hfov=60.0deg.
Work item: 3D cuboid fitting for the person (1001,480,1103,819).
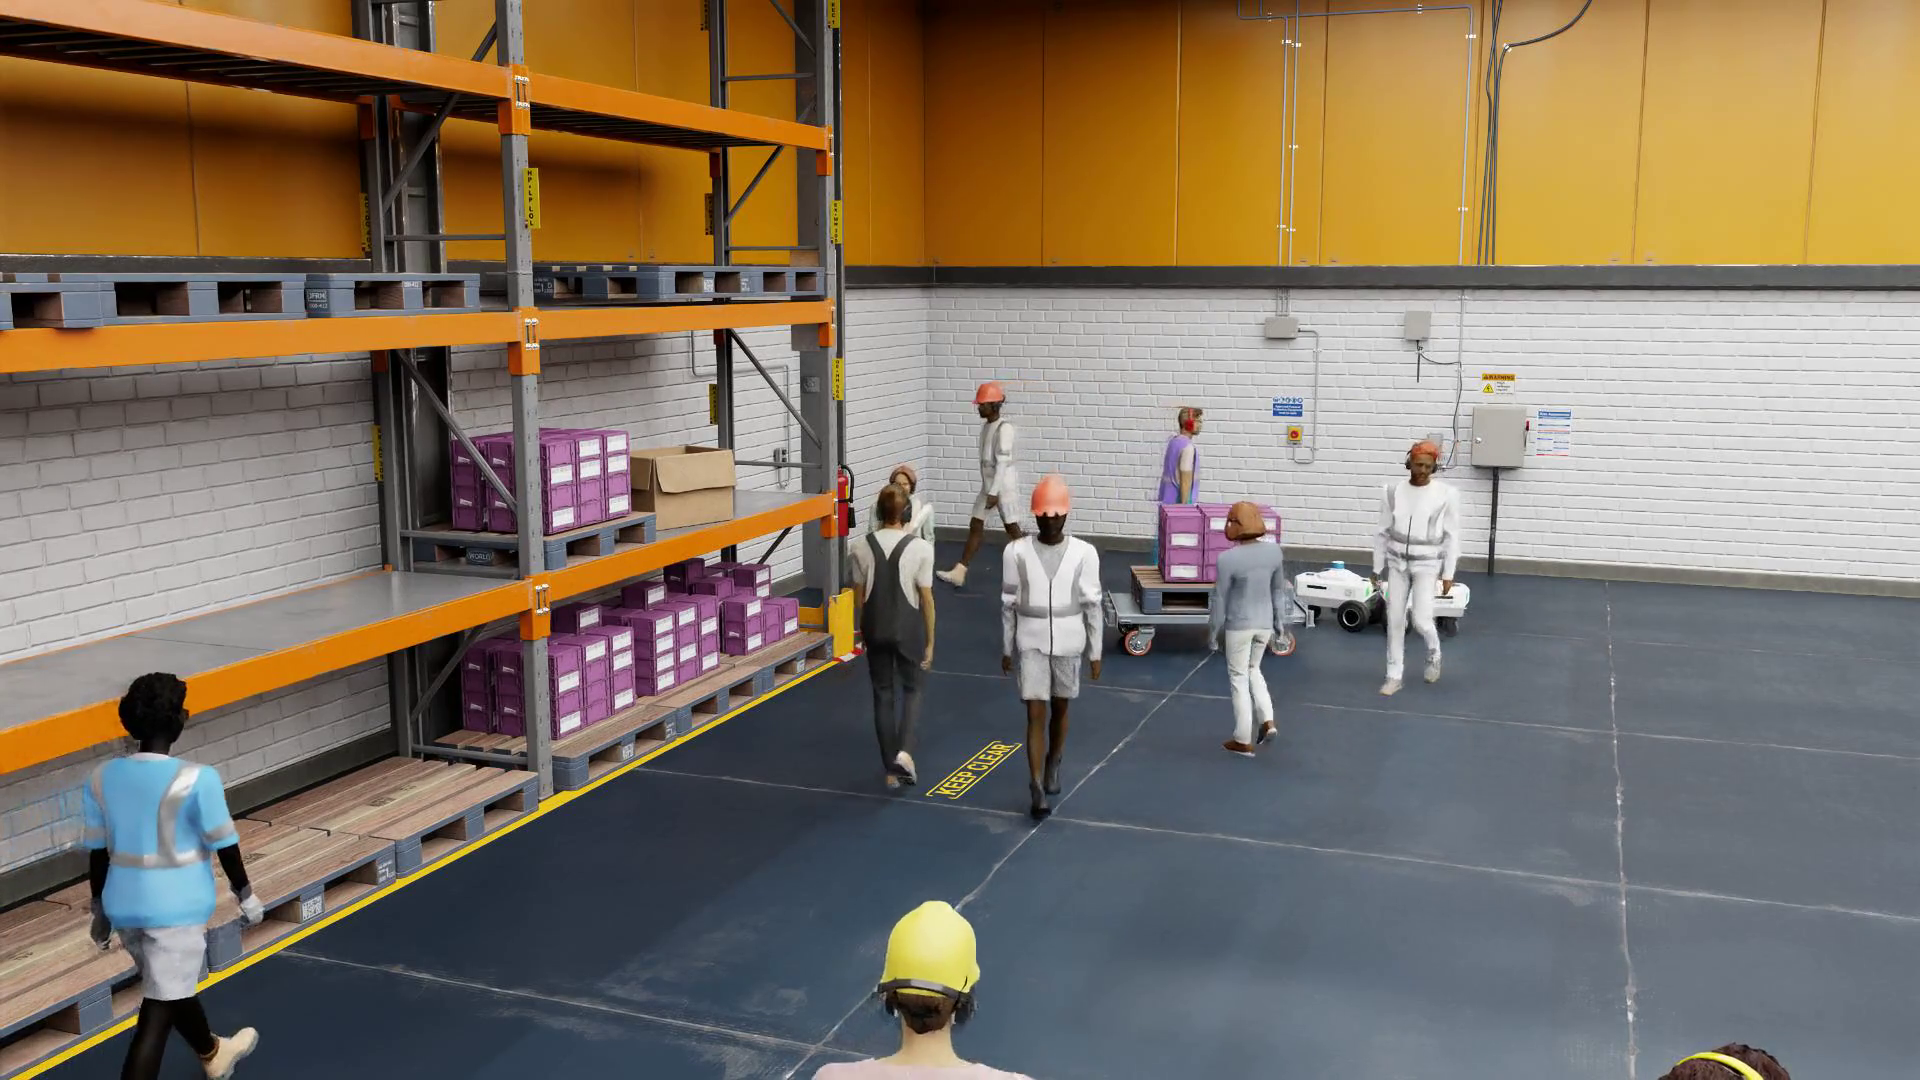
[{"bbox_3d":[0.522,0.603,9.405,0.569,1.882,0.976,0,9,1],"label":"person"}]

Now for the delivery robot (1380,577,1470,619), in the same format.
[{"bbox_3d":[3.927,0.480,14.060,0.707,0.478,0.477,1,9,7],"label":"delivery robot"}]

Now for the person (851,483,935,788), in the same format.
[{"bbox_3d":[-0.394,0.578,9.771,0.504,1.827,0.476,1,9,9],"label":"person"}]

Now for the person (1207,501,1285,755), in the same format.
[{"bbox_3d":[1.795,0.556,10.513,0.533,1.618,0.345,-5,10,-27],"label":"person"}]

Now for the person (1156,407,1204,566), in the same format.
[{"bbox_3d":[2.182,-0.325,15.437,0.862,1.809,0.580,-1,9,-8],"label":"person"}]

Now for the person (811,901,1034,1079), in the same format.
[{"bbox_3d":[-0.079,1.613,3.582,0.542,1.712,0.903,1,9,6],"label":"person"}]

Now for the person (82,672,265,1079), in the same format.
[{"bbox_3d":[-2.769,1.281,5.864,0.544,1.647,0.859,3,10,19],"label":"person"}]

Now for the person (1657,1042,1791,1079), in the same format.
[{"bbox_3d":[1.149,1.690,2.643,0.315,1.870,0.533,-8,12,-42],"label":"person"}]

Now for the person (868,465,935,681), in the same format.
[{"bbox_3d":[-0.443,0.219,12.677,0.517,1.613,0.688,1,9,7],"label":"person"}]

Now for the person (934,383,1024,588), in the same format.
[{"bbox_3d":[0.268,-0.508,16.039,1.034,1.985,0.631,-4,10,-26],"label":"person"}]

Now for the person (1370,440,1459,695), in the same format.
[{"bbox_3d":[3.306,0.196,12.042,0.598,1.865,0.498,7,11,36],"label":"person"}]

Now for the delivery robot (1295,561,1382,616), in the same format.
[{"bbox_3d":[3.268,0.426,14.399,0.707,0.478,0.477,6,11,35],"label":"delivery robot"}]
